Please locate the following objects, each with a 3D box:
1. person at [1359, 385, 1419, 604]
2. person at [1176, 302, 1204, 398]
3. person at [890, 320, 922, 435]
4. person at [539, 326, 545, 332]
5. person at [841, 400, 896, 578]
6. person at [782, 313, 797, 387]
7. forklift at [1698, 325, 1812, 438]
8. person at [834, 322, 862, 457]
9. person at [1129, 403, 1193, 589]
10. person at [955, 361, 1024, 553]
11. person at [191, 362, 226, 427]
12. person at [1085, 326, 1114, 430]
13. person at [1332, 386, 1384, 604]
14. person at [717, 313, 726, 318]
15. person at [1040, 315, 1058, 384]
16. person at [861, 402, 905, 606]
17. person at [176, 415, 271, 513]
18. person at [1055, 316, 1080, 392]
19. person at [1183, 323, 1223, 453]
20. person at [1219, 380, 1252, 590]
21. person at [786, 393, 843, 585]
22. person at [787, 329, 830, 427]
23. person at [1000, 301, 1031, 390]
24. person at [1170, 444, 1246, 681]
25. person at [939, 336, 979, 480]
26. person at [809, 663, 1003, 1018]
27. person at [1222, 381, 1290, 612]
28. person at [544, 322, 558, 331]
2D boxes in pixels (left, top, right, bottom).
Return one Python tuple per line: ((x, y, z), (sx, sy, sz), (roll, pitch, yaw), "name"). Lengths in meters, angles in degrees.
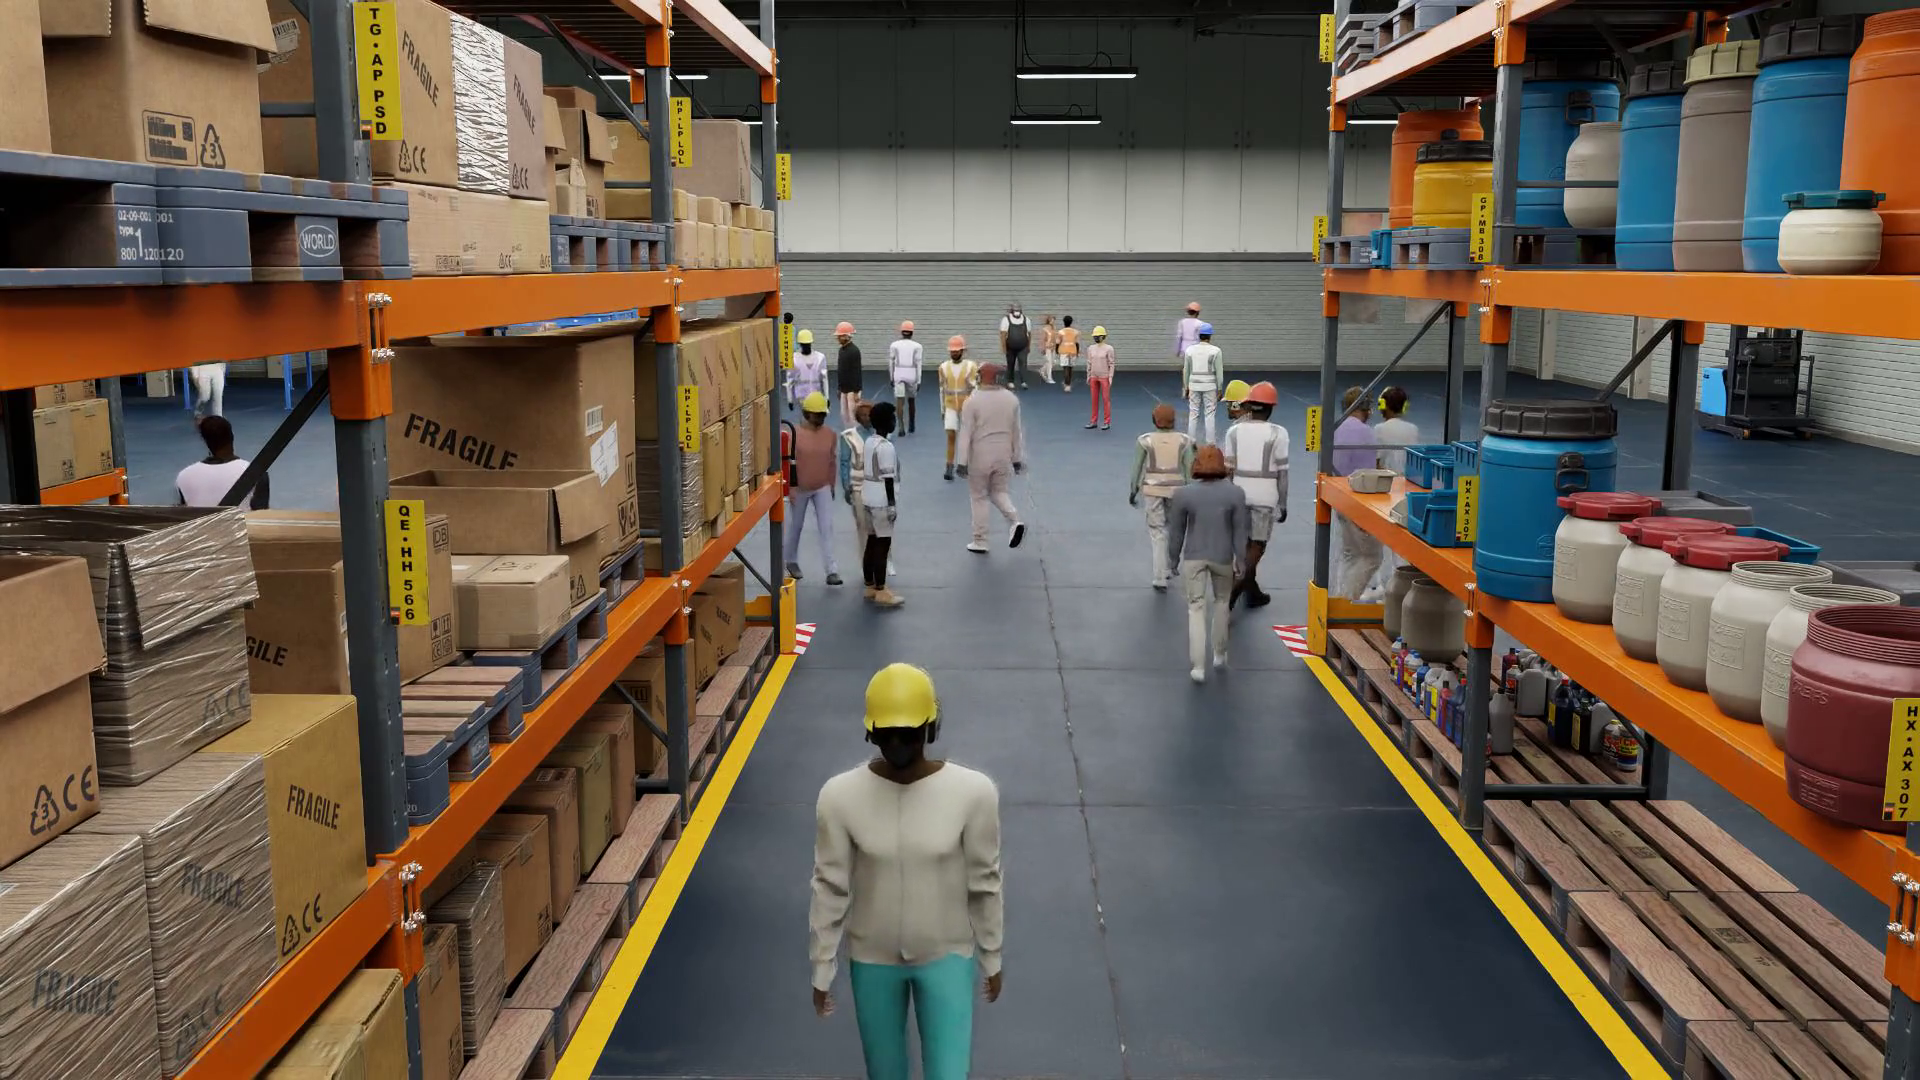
((3.536, -0.351, 13.745), (0.523, 1.841, 0.514), (-3, 10, -19), "person")
((4.982, -4.029, 35.297), (0.636, 1.993, 1.043), (7, 12, 37), "person")
((-0.896, -2.706, 27.705), (0.544, 1.896, 0.985), (0, 9, 0), "person")
((-10.185, -4.771, 40.933), (0.765, 1.608, 0.505), (5, 10, 25), "person")
((-0.814, -0.448, 14.987), (0.522, 1.624, 0.451), (-2, 10, -13), "person")
((-3.954, -4.408, 38.478), (0.318, 1.697, 0.535), (2, 10, 11), "person")
((13.248, -3.165, 27.620), (1.129, 2.768, 1.873), (0, 9, 1), "forklift")
((-1.653, -2.222, 24.541), (0.422, 1.984, 0.618), (-4, 10, -25), "person")
((1.765, -0.402, 14.725), (0.535, 1.606, 0.771), (-1, 10, -7), "person")
((0.320, -0.805, 16.336), (0.673, 1.886, 0.544), (-6, 11, -33), "person")
((-12.698, -2.784, 28.073), (0.618, 1.924, 0.637), (8, 13, 41), "person")
((2.399, -2.786, 28.552), (0.527, 1.767, 0.331), (7, 12, 38), "person")
((3.043, -0.237, 12.933), (0.411, 1.887, 0.722), (-2, 10, -10), "person")
((-4.815, -3.654, 33.586), (0.641, 1.831, 0.441), (-2, 10, -12), "person")
((2.087, -4.509, 39.283), (0.446, 1.622, 0.525), (8, 12, 40), "person")
((-0.655, -0.308, 13.918), (0.317, 1.695, 0.540), (-4, 10, -22), "person")
((-4.710, 0.115, 10.888), (0.637, 1.860, 0.956), (0, 9, 0), "person")
((2.341, -4.133, 36.908), (0.553, 1.655, 0.819), (-3, 10, -19), "person")
((3.665, -2.284, 25.011), (0.620, 1.943, 0.405), (5, 11, 27), "person")
((2.448, -0.486, 14.591), (0.404, 1.825, 0.601), (1, 10, 9), "person")
((-1.329, -0.459, 14.804), (0.544, 1.709, 0.968), (-5, 11, -27), "person")
((-2.213, -2.105, 24.072), (0.600, 1.903, 0.738), (-4, 10, -23), "person")
((1.264, -4.409, 37.582), (0.698, 2.000, 1.028), (-1, 10, -6), "person")
((1.715, 0.137, 11.538), (0.510, 1.599, 0.762), (1, 10, 7), "person")
((-0.010, -1.768, 22.106), (0.565, 1.888, 0.997), (2, 10, 11), "person")
((-0.157, 1.206, 4.694), (0.545, 1.747, 0.547), (1, 10, 4), "person")
((2.363, -0.335, 13.525), (0.557, 1.899, 0.892), (7, 12, 37), "person")
((-6.523, -2.586, 27.043), (0.846, 1.878, 0.648), (2, 10, 11), "person")
